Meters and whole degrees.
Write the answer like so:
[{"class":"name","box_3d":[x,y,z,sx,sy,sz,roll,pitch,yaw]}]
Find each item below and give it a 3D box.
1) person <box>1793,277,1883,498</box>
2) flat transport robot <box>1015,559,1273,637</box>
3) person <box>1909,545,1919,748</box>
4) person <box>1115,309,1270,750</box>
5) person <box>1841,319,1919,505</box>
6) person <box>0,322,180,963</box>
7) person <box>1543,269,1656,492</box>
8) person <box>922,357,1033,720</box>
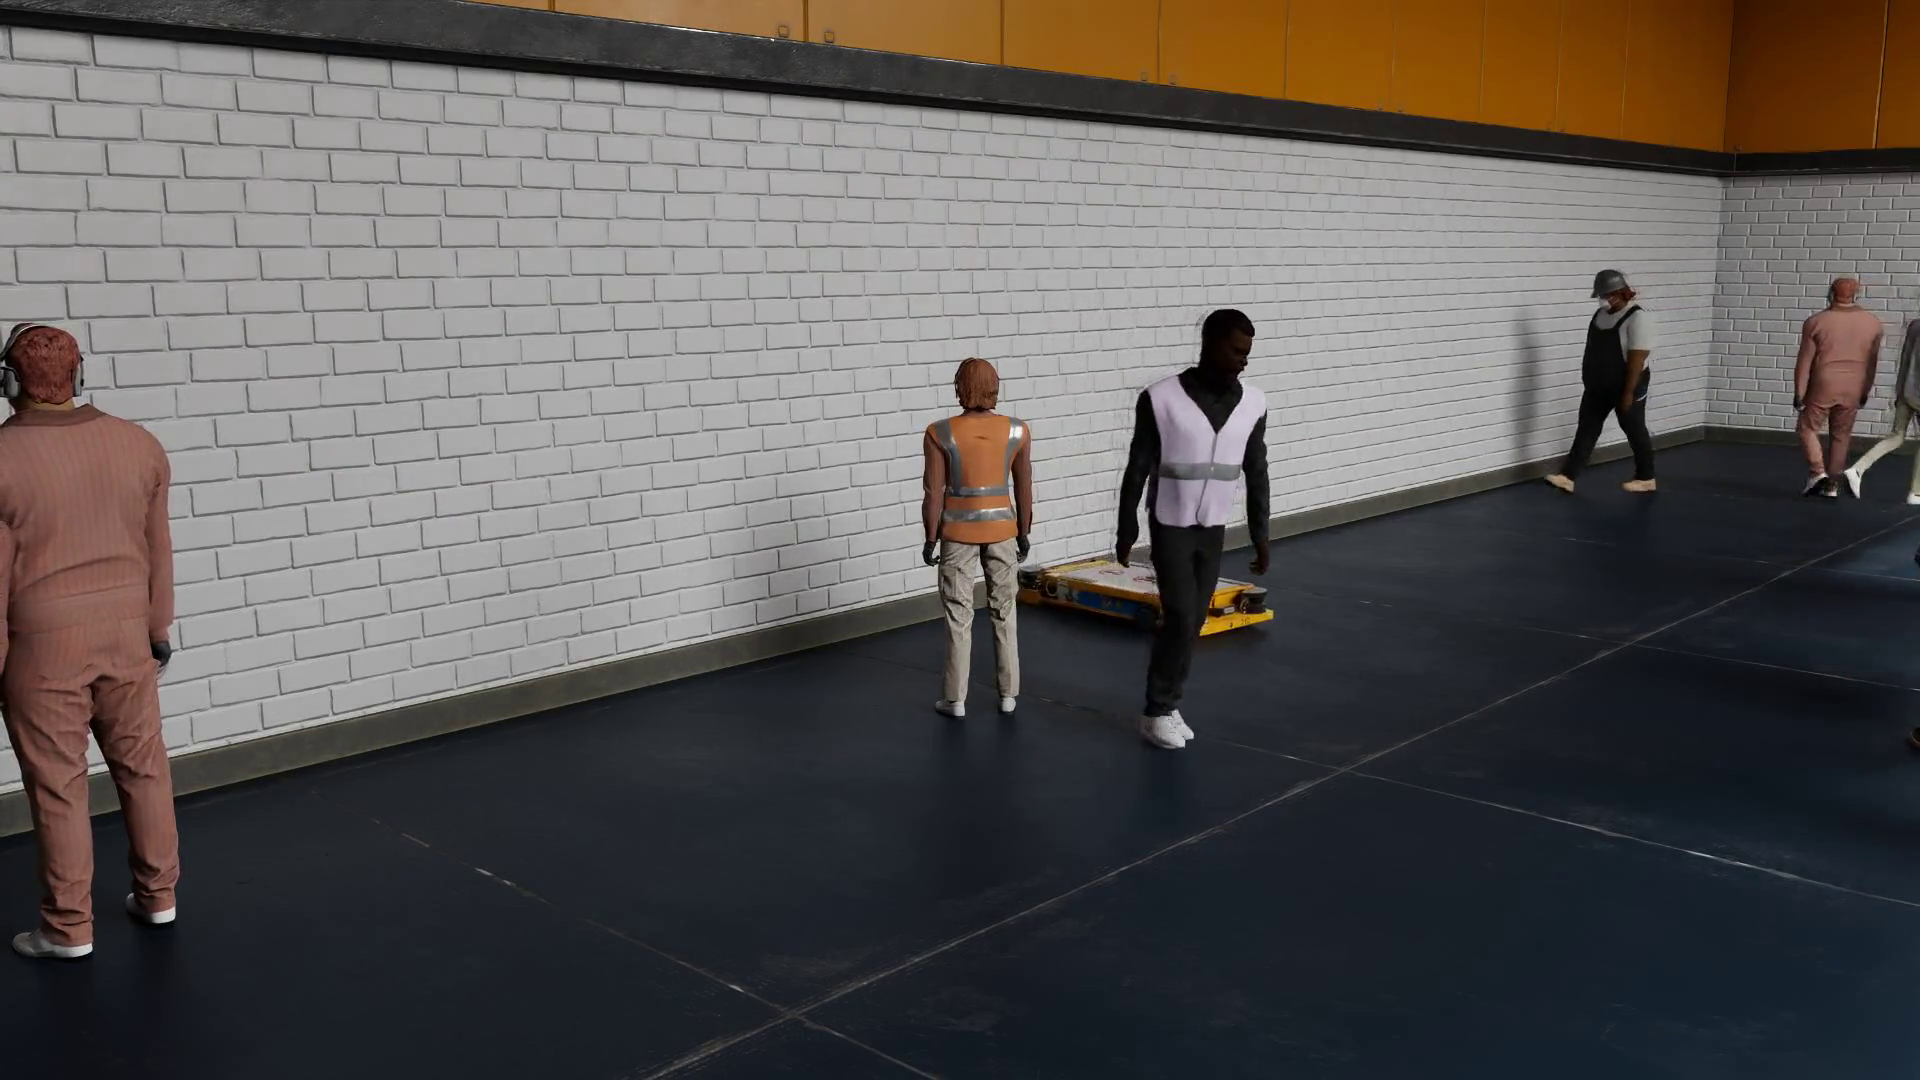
[{"class":"person","box_3d":[7.379,-1.272,14.051,0.660,1.895,0.511,2,10,10]},{"class":"flat transport robot","box_3d":[1.040,0.312,9.643,0.652,0.197,1.431,-9,13,-42]},{"class":"person","box_3d":[4.296,-0.055,6.904,0.602,1.967,0.368,0,10,2]},{"class":"person","box_3d":[0.988,-0.039,7.100,0.609,1.862,0.597,-5,11,-24]},{"class":"person","box_3d":[7.775,-1.181,13.707,0.789,1.833,0.580,-1,10,-4]},{"class":"person","box_3d":[-2.683,0.309,5.006,0.404,1.909,0.636,7,12,33]},{"class":"person","box_3d":[5.647,-1.411,14.413,1.060,2.000,0.761,-4,11,-20]},{"class":"person","box_3d":[0.080,0.000,7.524,0.522,1.640,0.306,-3,10,-15]}]
